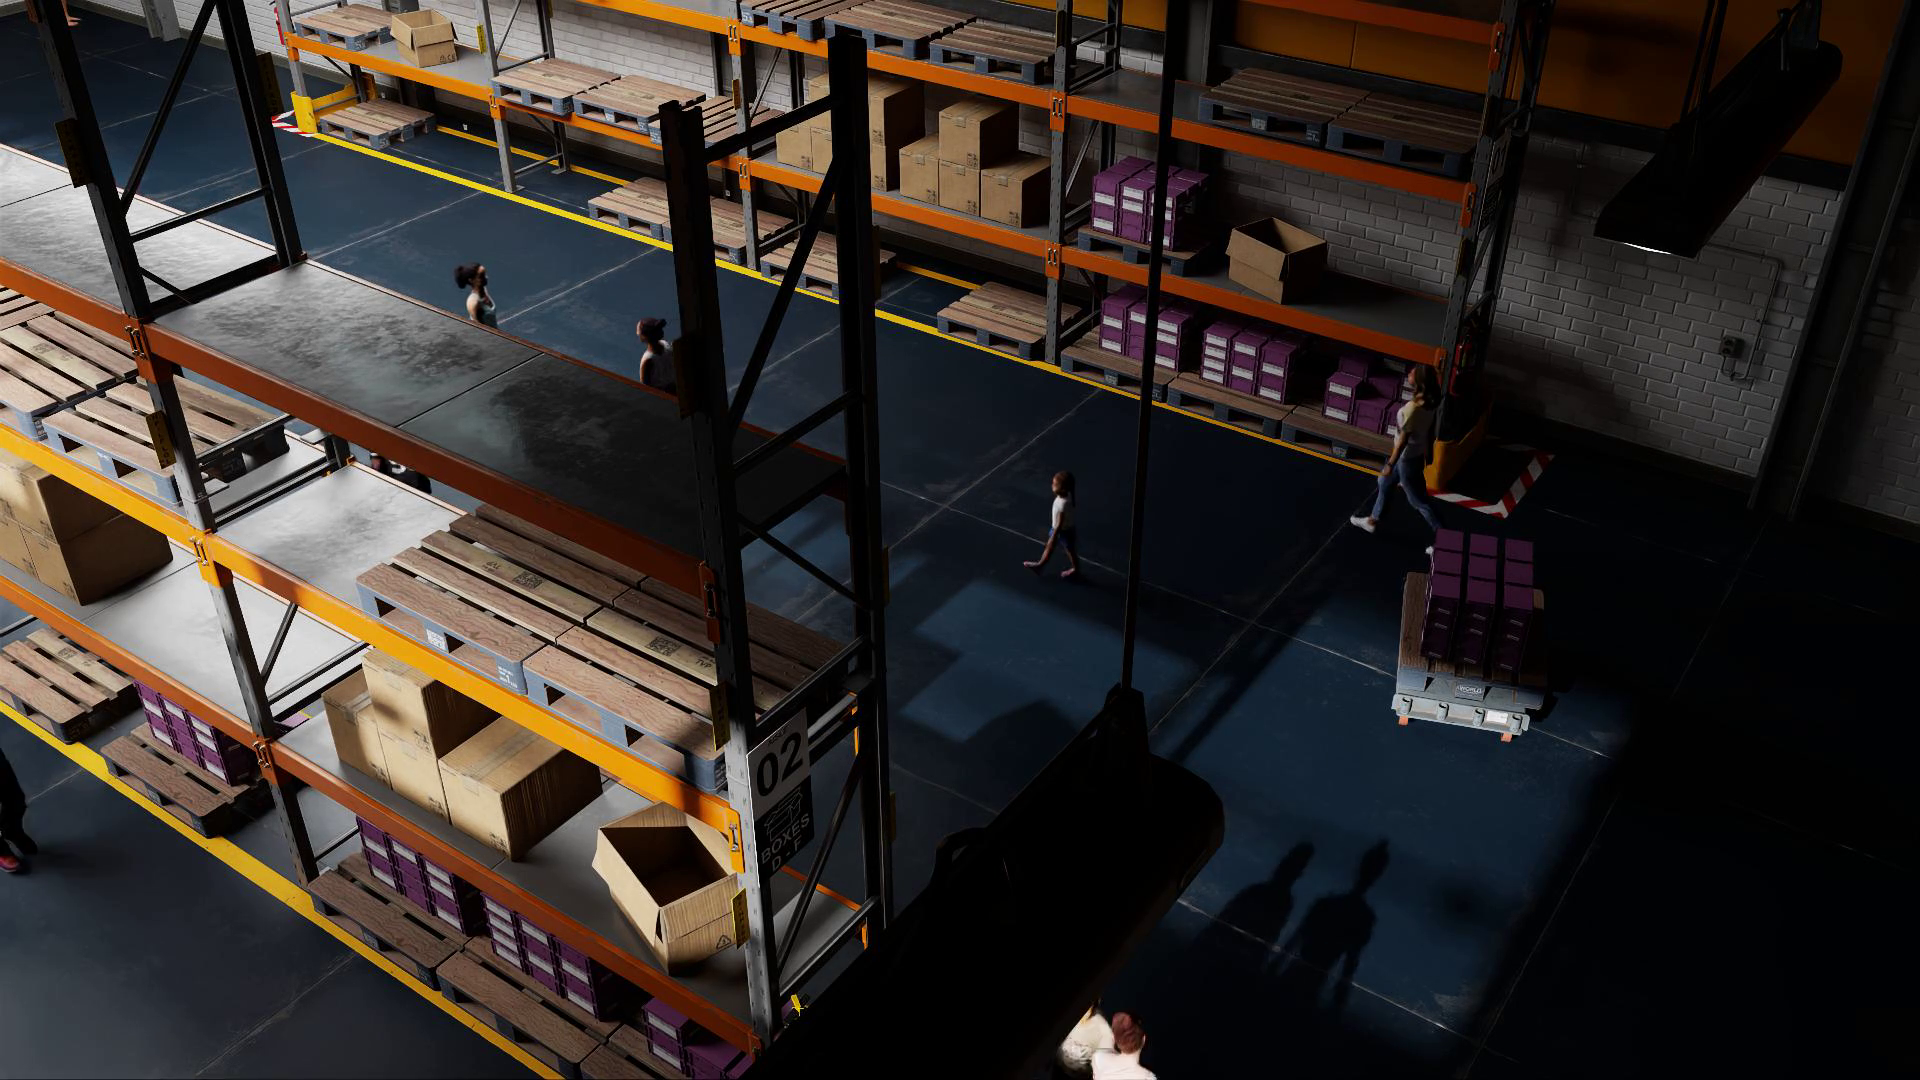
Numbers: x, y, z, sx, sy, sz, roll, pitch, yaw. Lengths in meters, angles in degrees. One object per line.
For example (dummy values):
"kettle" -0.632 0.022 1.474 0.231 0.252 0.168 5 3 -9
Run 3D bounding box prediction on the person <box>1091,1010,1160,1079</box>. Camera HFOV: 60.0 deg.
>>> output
"person" 0.736 2.994 8.114 0.841 1.783 0.594 -21 39 -28

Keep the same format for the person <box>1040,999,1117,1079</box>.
"person" 0.658 2.739 8.802 0.793 1.447 0.804 7 34 10

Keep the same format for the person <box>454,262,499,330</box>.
"person" -4.315 -1.720 15.224 0.752 1.764 0.705 -1 34 -2

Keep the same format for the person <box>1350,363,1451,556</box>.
"person" 3.792 -0.620 13.646 1.159 1.679 0.641 22 39 29

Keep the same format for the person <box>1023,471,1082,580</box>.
"person" 0.885 -0.101 13.481 0.759 0.998 0.659 -1 34 -1

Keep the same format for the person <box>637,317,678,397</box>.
"person" -2.573 -1.224 14.619 0.757 1.609 0.680 12 36 18
